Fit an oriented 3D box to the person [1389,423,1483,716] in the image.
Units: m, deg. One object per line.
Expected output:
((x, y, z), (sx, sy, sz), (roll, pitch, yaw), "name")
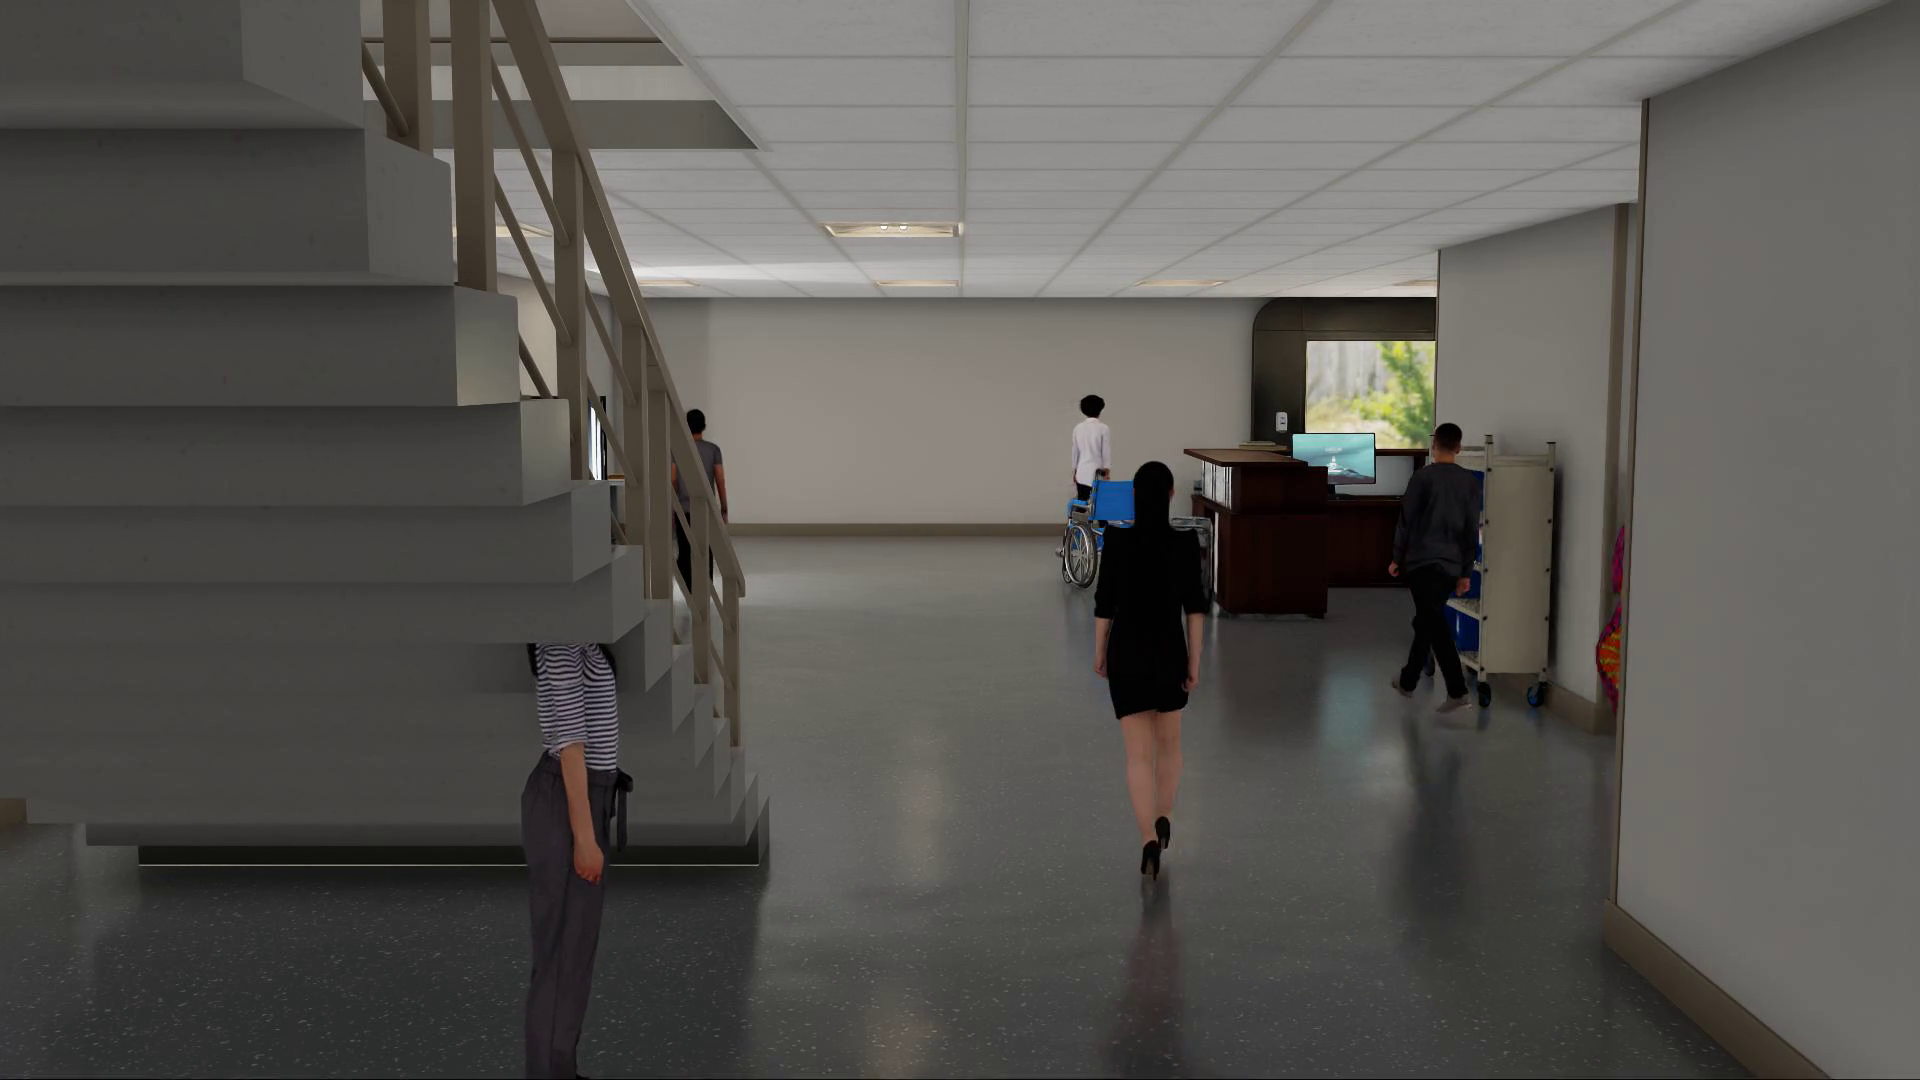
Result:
((2.871, 0.205, 9.904), (0.850, 1.715, 1.248), (-2, 6, -17), "person")

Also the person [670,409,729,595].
((-2.227, -0.210, 14.053), (0.752, 1.710, 1.161), (-1, 6, -7), "person")

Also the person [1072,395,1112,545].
((1.487, -0.759, 19.208), (0.927, 1.770, 1.133), (3, 6, 24), "person")

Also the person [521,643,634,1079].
((-1.065, 0.745, 4.452), (0.701, 1.732, 0.523), (-1, 6, -12), "person")

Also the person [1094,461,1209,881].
((0.783, 0.541, 6.753), (0.614, 1.676, 0.729), (0, 6, -4), "person")
